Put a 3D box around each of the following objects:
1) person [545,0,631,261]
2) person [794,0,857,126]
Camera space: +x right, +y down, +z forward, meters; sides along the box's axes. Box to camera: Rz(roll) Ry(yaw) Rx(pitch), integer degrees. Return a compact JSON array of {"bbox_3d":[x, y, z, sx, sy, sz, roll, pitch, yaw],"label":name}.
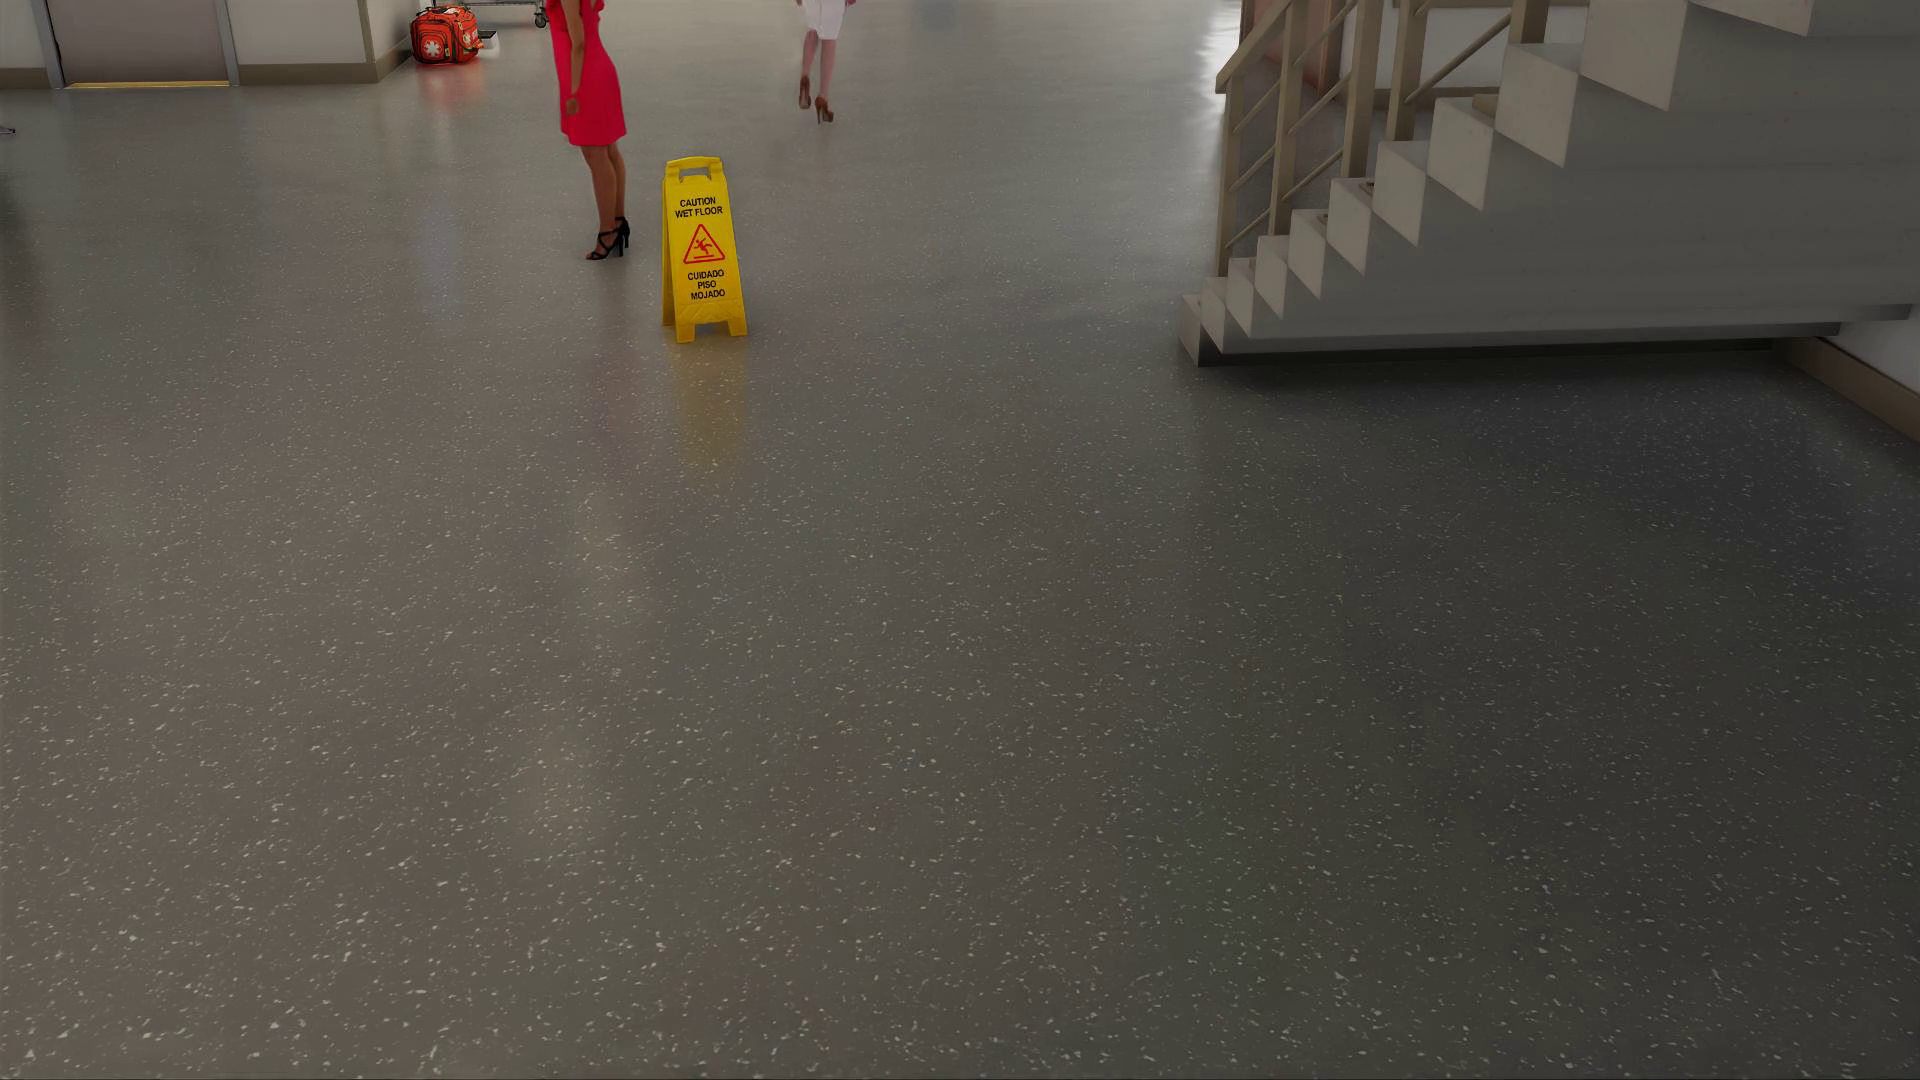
[{"bbox_3d":[-1.856,-2.293,8.365,0.673,1.728,0.540,3,26,7],"label":"person"},{"bbox_3d":[-0.967,-3.692,11.205,0.715,1.781,0.802,9,27,18],"label":"person"}]
